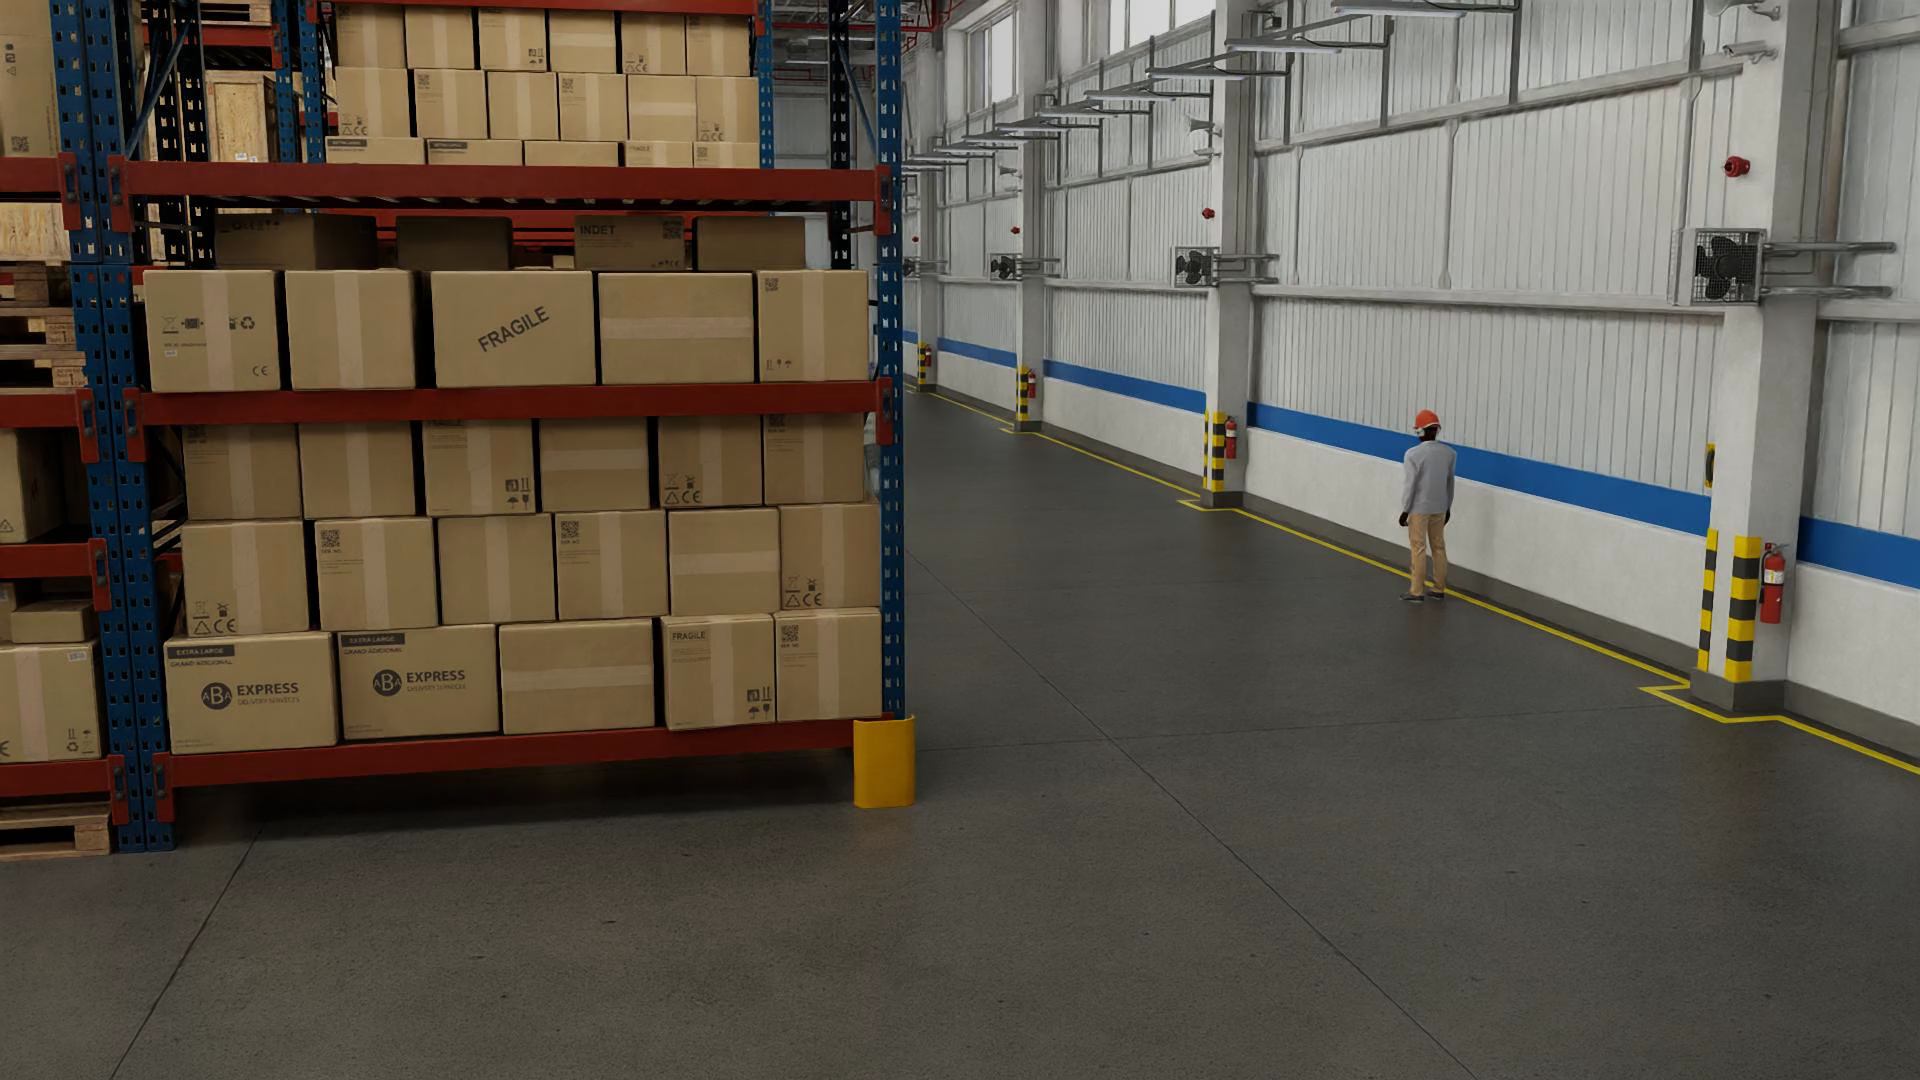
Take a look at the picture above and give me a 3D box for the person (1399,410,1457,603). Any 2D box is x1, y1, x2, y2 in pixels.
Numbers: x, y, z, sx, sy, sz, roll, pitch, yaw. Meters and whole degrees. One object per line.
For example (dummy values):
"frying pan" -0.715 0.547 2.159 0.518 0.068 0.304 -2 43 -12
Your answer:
"person" 4.224 -0.309 15.118 0.573 1.746 0.345 -4 10 -24

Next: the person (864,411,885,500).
"person" -1.168 -1.230 20.217 0.620 1.923 0.750 -3 10 -19
